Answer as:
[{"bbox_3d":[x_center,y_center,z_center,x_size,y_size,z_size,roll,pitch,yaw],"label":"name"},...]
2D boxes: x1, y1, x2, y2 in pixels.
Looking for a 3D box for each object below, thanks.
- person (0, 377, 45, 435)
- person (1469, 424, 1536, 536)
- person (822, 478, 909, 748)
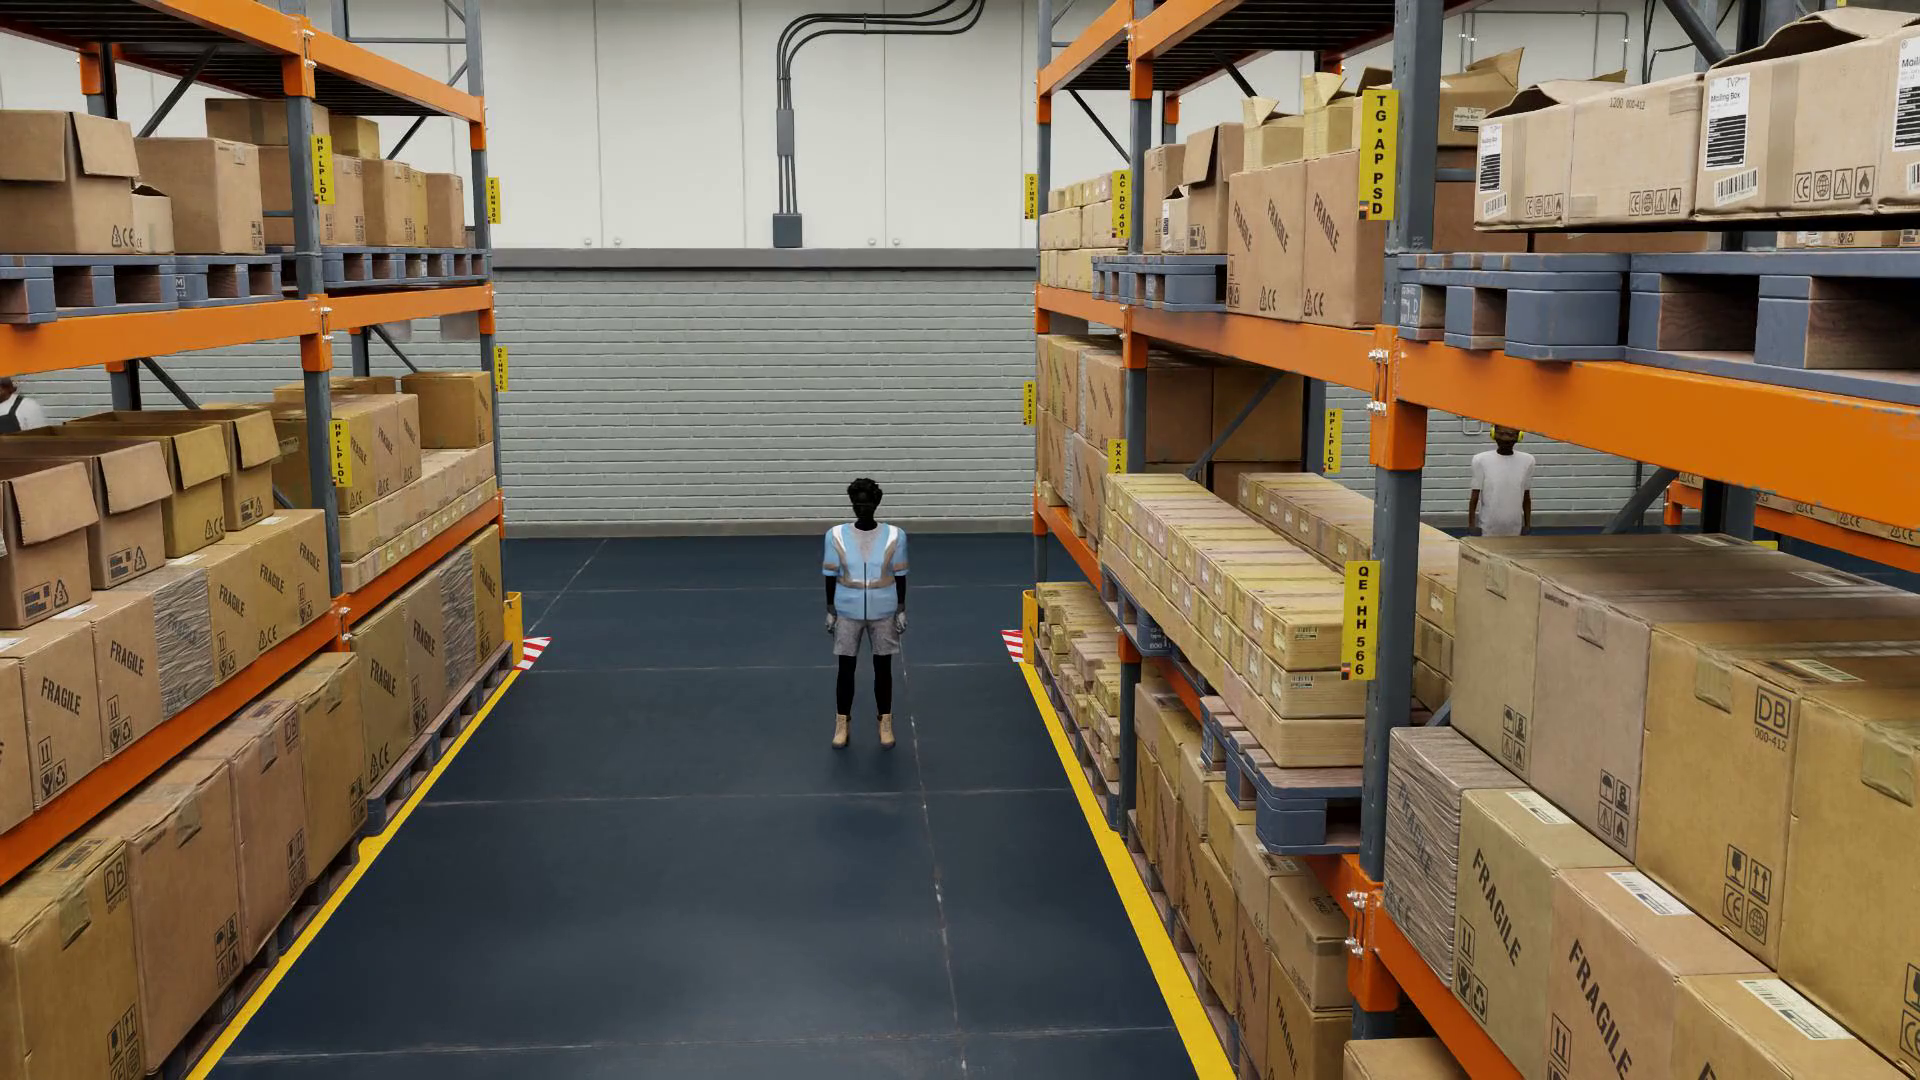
[{"bbox_3d":[-9.430,-0.782,16.546,0.691,2.000,0.771,-1,10,-3],"label":"person"},{"bbox_3d":[4.151,-0.049,12.757,0.514,1.865,0.327,0,10,-2],"label":"person"},{"bbox_3d":[-0.581,0.451,10.297,0.537,1.695,0.321,0,10,-2],"label":"person"}]
